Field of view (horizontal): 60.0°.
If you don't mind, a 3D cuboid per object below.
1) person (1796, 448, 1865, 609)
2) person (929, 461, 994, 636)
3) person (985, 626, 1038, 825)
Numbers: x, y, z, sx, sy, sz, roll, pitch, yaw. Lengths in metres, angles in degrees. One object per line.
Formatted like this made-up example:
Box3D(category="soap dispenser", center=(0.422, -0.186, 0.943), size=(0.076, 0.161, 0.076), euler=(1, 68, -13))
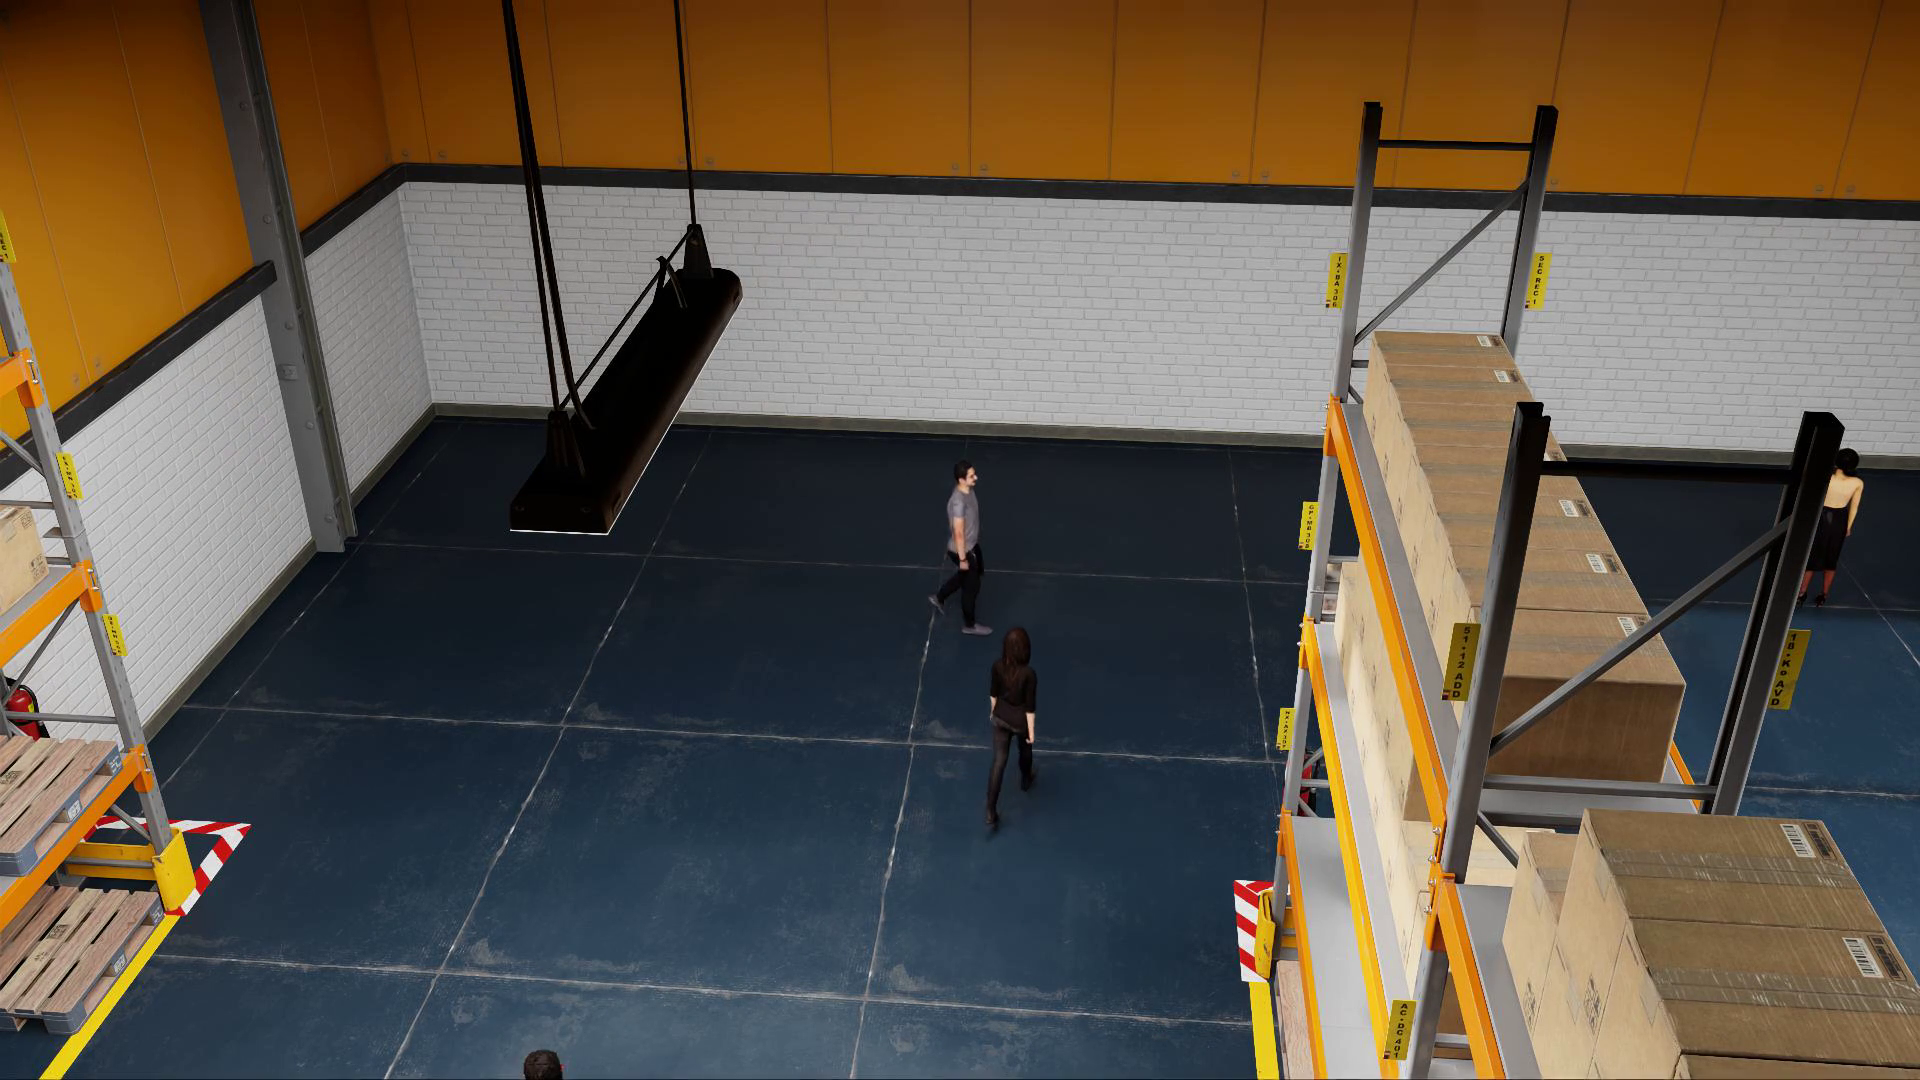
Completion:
Box3D(category="person", center=(8.163, -0.115, 15.633), size=(0.578, 1.652, 0.544), euler=(4, 29, 7))
Box3D(category="person", center=(-0.026, 0.059, 15.223), size=(0.686, 1.740, 0.757), euler=(3, 29, 5))
Box3D(category="person", center=(0.372, 1.457, 12.800), size=(0.823, 1.607, 1.179), euler=(11, 31, 20))
